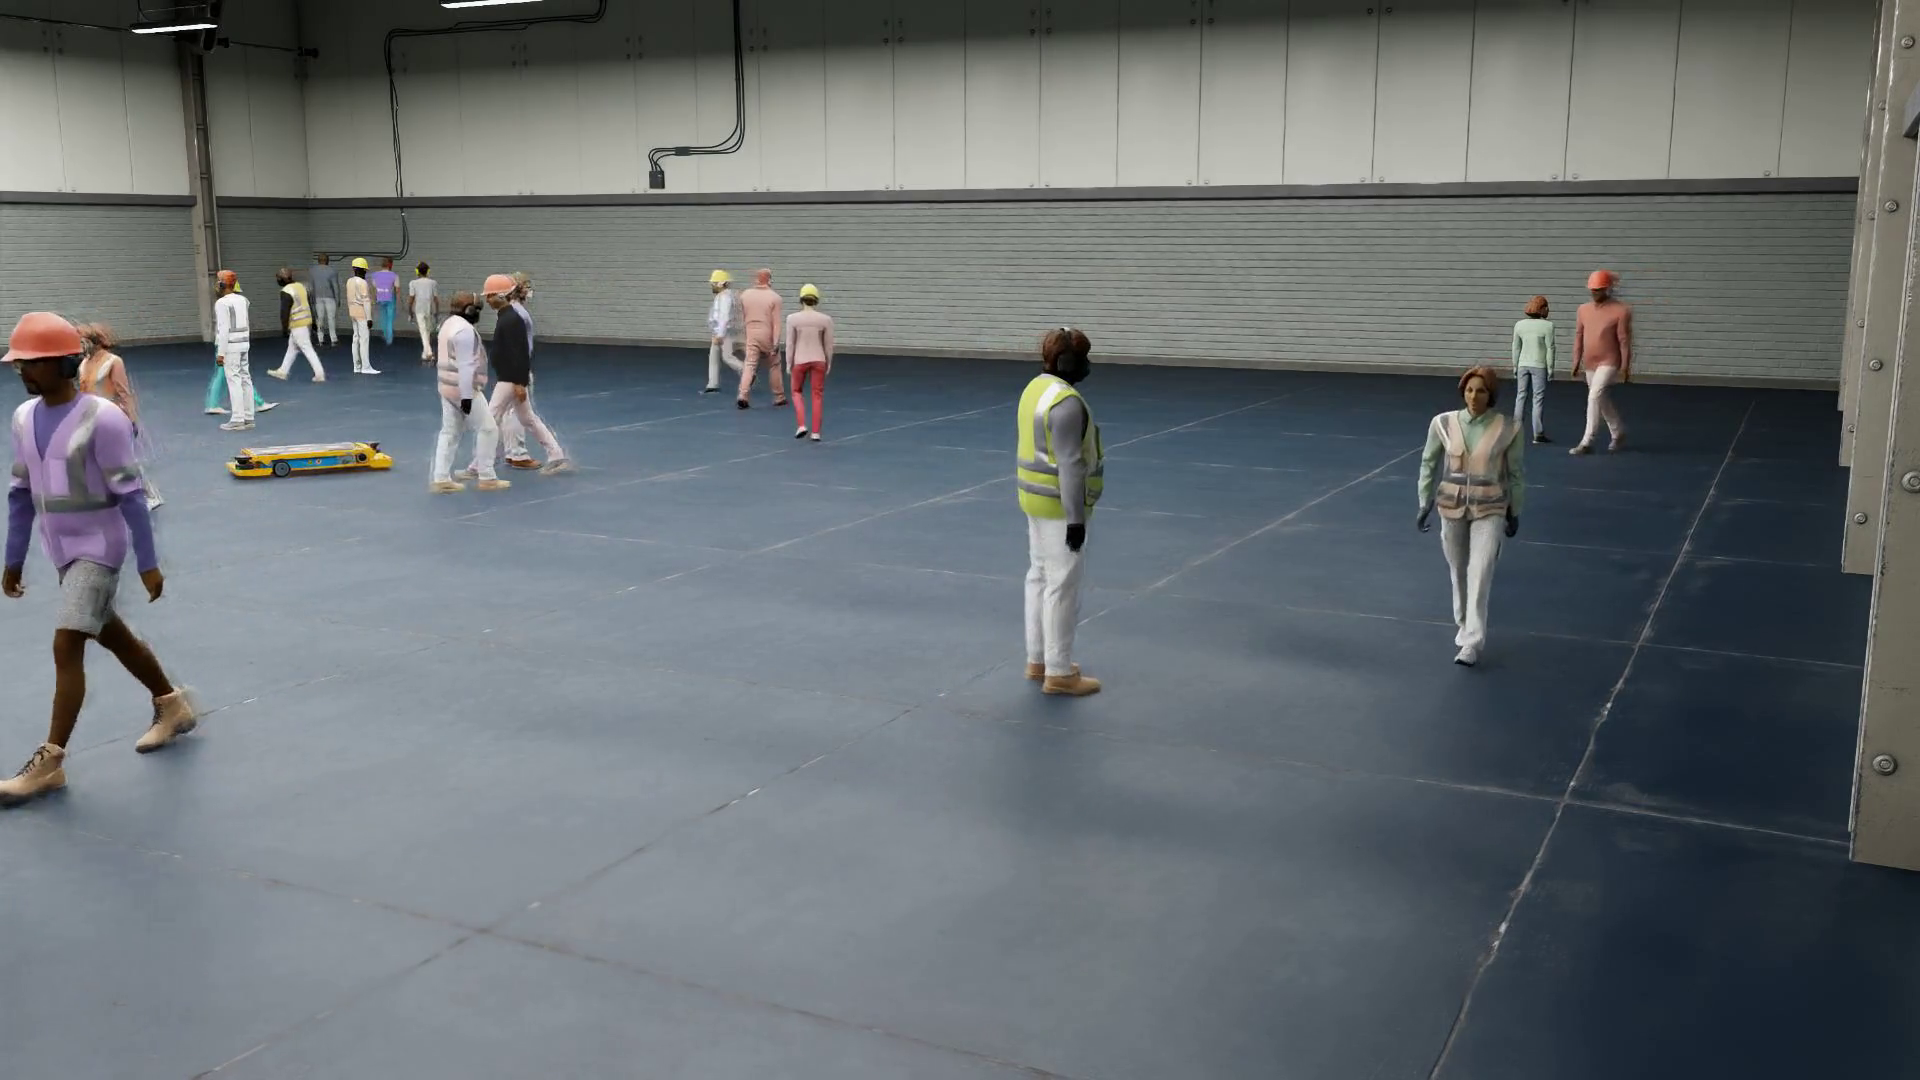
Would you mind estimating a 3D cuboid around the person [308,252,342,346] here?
[{"bbox_3d":[-13.208,-5.005,34.613,0.635,1.937,0.352,1,10,4],"label":"person"}]

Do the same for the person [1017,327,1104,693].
[{"bbox_3d":[0.511,-0.153,8.426,0.429,1.841,0.634,-3,11,-15],"label":"person"}]

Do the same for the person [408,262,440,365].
[{"bbox_3d":[-9.537,-4.031,29.602,0.530,1.836,0.918,-7,13,-34],"label":"person"}]

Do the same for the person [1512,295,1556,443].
[{"bbox_3d":[6.375,-1.895,18.487,0.282,1.634,0.498,-9,13,-39],"label":"person"}]

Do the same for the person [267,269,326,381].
[{"bbox_3d":[-10.450,-3.367,26.143,0.945,1.772,0.686,0,10,1],"label":"person"}]

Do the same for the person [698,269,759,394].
[{"bbox_3d":[-3.366,-3.011,24.108,0.805,1.811,0.584,-3,11,-17],"label":"person"}]

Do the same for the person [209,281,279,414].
[{"bbox_3d":[-9.288,-2.476,21.399,0.882,1.724,0.565,-5,12,-27],"label":"person"}]

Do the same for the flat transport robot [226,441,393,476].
[{"bbox_3d":[-6.355,-0.802,16.245,1.431,0.197,0.652,-6,12,-32],"label":"flat transport robot"}]

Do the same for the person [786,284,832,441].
[{"bbox_3d":[-1.696,-1.990,18.690,0.546,1.748,0.515,-3,11,-16],"label":"person"}]

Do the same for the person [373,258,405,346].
[{"bbox_3d":[-11.843,-4.945,34.586,0.612,1.824,0.613,2,11,12],"label":"person"}]

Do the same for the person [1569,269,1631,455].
[{"bbox_3d":[6.836,-1.881,17.564,0.943,1.953,0.596,-6,12,-28],"label":"person"}]

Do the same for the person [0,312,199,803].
[{"bbox_3d":[-3.704,0.028,7.058,0.641,1.992,1.066,5,12,27],"label":"person"}]

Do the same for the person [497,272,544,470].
[{"bbox_3d":[-4.356,-1.661,16.383,0.354,1.936,0.635,-5,12,-27],"label":"person"}]

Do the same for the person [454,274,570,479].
[{"bbox_3d":[-4.250,-1.544,15.774,1.060,1.932,0.620,-2,11,-11],"label":"person"}]

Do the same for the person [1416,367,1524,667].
[{"bbox_3d":[2.776,-0.144,9.048,0.516,1.595,0.852,6,12,28],"label":"person"}]

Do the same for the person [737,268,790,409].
[{"bbox_3d":[-2.660,-2.688,22.206,0.650,1.863,0.986,4,11,21],"label":"person"}]

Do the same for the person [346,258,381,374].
[{"bbox_3d":[-9.940,-3.717,27.627,0.587,1.926,0.368,9,14,41],"label":"person"}]

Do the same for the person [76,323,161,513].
[{"bbox_3d":[-6.882,-0.955,13.472,0.522,1.601,0.846,7,12,33],"label":"person"}]

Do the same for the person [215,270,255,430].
[{"bbox_3d":[-8.624,-2.246,19.725,0.355,1.883,0.573,1,10,7],"label":"person"}]

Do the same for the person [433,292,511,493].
[{"bbox_3d":[-4.374,-1.312,14.874,0.801,1.790,0.677,-7,13,-35],"label":"person"}]
